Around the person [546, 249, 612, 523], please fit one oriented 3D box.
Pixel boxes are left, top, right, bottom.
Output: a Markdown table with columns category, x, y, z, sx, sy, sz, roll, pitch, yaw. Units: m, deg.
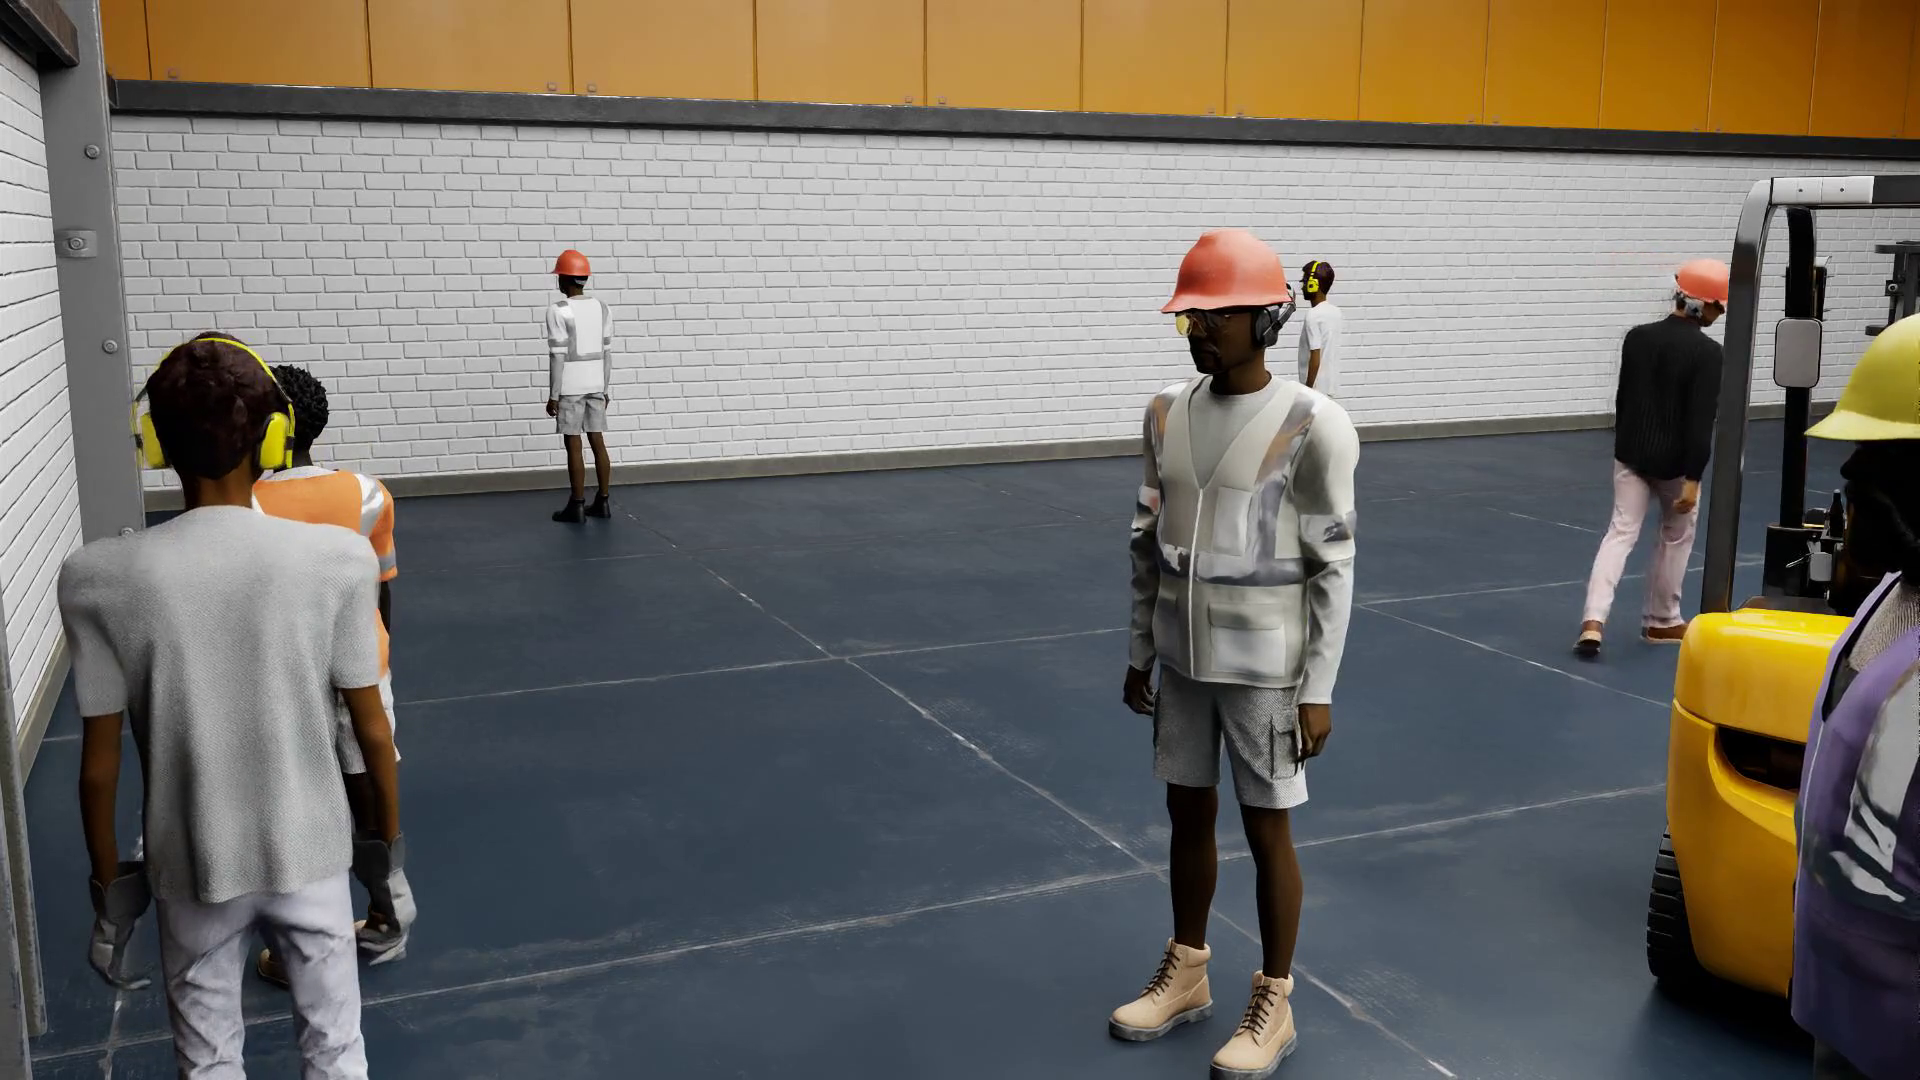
| category | x | y | z | sx | sy | sz | roll | pitch | yaw |
| --- | --- | --- | --- | --- | --- | --- | --- | --- | --- |
| person | -2.734 | -1.094 | 11.901 | 0.350 | 1.942 | 0.547 | 8 | 13 | 36 |

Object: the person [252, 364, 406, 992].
| category | x | y | z | sx | sy | sz | roll | pitch | yaw |
| --- | --- | --- | --- | --- | --- | --- | --- | --- | --- |
| person | -1.760 | 0.374 | 4.510 | 0.320 | 1.694 | 0.531 | 10 | 14 | 43 |

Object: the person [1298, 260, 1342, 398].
| category | x | y | z | sx | sy | sz | roll | pitch | yaw |
| --- | --- | --- | --- | --- | --- | --- | --- | --- | --- |
| person | 2.481 | -1.009 | 11.636 | 0.312 | 1.869 | 0.537 | 6 | 12 | 31 |

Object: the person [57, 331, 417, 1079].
| category | x | y | z | sx | sy | sz | roll | pitch | yaw |
| --- | --- | --- | --- | --- | --- | --- | --- | --- | --- |
| person | -1.213 | 0.584 | 2.857 | 0.530 | 1.869 | 0.311 | -4 | 11 | -22 |

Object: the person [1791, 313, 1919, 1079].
| category | x | y | z | sx | sy | sz | roll | pitch | yaw |
| --- | --- | --- | --- | --- | --- | --- | --- | --- | --- |
| person | 1.306 | 0.648 | 2.335 | 0.367 | 1.927 | 0.594 | 3 | 11 | 16 |

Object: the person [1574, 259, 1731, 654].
| category | x | y | z | sx | sy | sz | roll | pitch | yaw |
| --- | --- | --- | --- | --- | --- | --- | --- | --- | --- |
| person | 3.354 | -0.382 | 8.037 | 0.881 | 1.937 | 0.661 | -7 | 12 | -32 |

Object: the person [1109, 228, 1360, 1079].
| category | x | y | z | sx | sy | sz | roll | pitch | yaw |
| --- | --- | --- | --- | --- | --- | --- | --- | --- | --- |
| person | 0.636 | 0.284 | 4.027 | 0.372 | 2.042 | 0.615 | -10 | 14 | -43 |

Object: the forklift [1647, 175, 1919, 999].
| category | x | y | z | sx | sy | sz | roll | pitch | yaw |
| --- | --- | --- | --- | --- | --- | --- | --- | --- | --- |
| forklift | 2.810 | 0.094 | 4.662 | 1.214 | 2.155 | 2.313 | 7 | 12 | 34 |
